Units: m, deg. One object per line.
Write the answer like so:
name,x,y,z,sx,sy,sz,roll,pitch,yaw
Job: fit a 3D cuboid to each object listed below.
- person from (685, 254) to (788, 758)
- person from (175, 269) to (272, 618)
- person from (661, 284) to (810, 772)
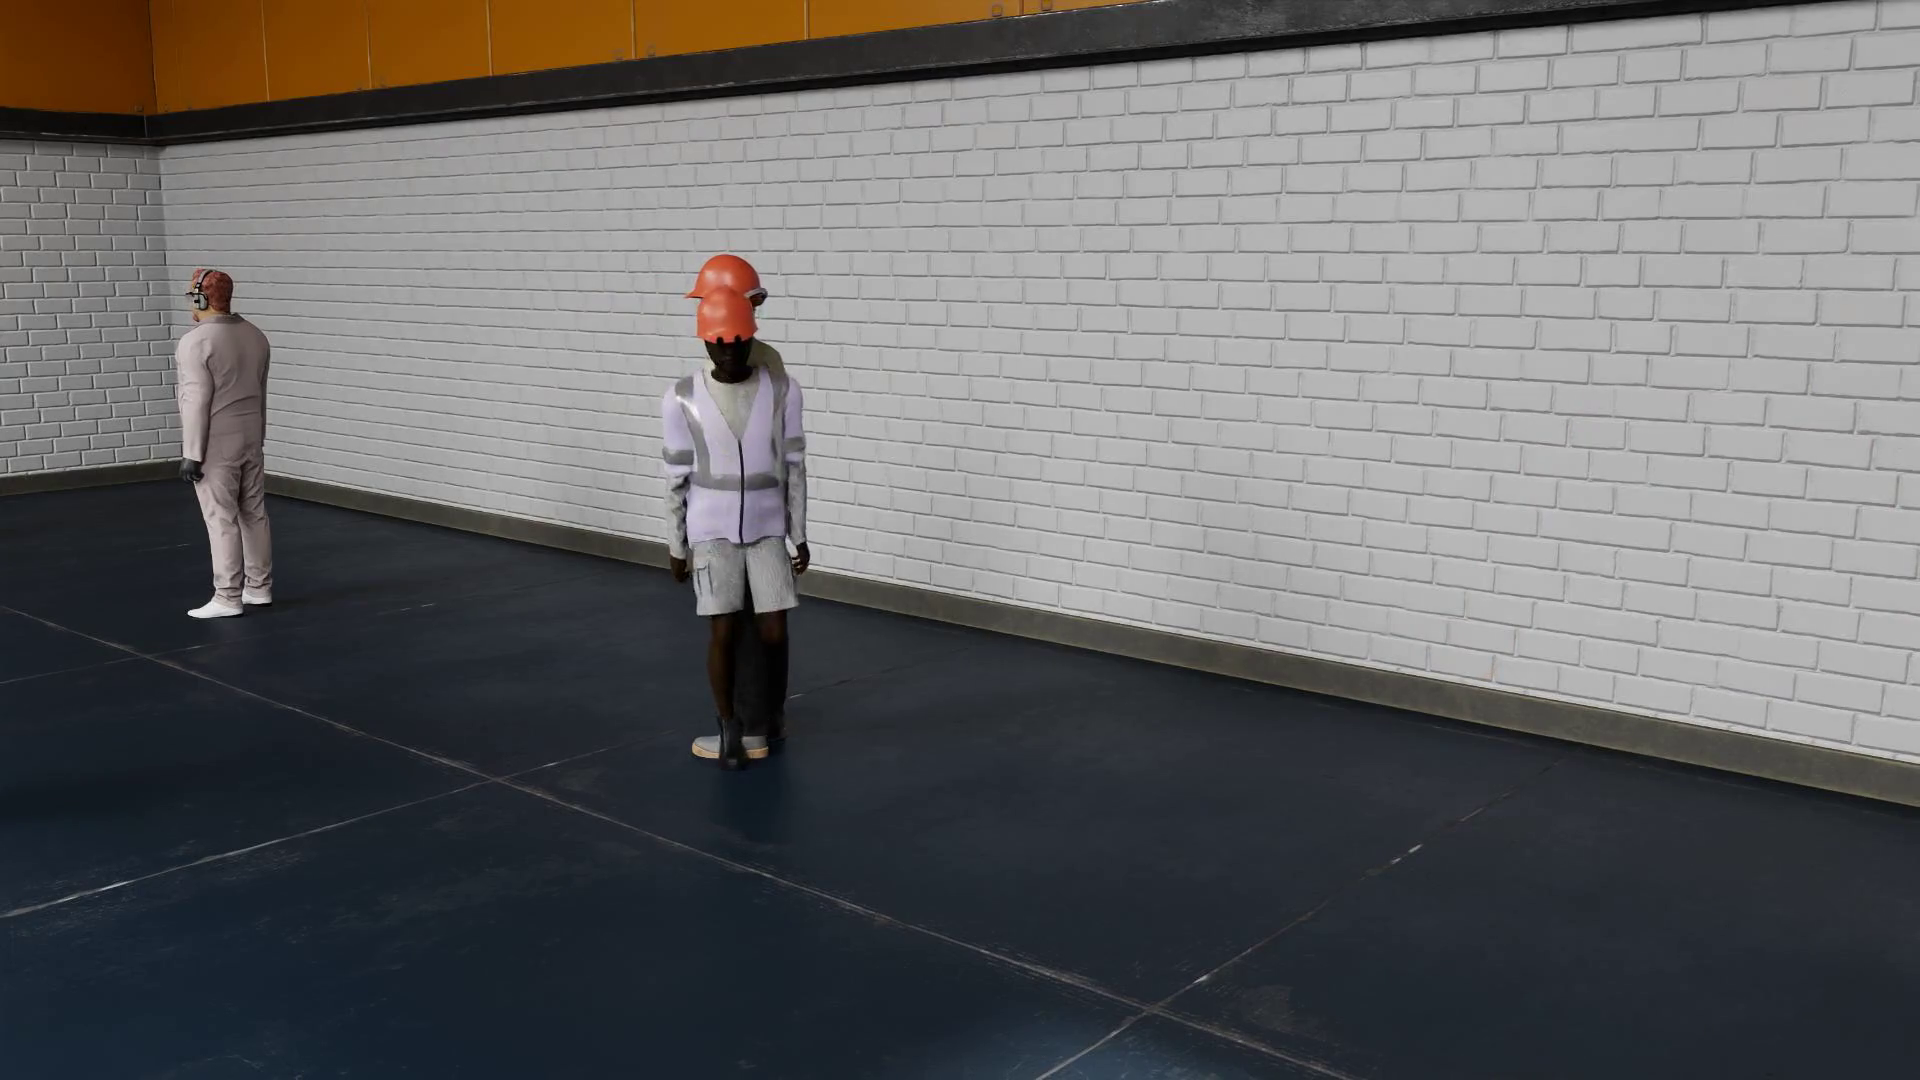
person,-0.887,-0.127,6.630,0.380,1.996,0.608,2,10,14
person,-4.064,-0.525,9.152,0.409,1.909,0.642,2,10,12
person,-0.862,-0.041,6.440,0.566,1.894,0.633,-2,10,-13
